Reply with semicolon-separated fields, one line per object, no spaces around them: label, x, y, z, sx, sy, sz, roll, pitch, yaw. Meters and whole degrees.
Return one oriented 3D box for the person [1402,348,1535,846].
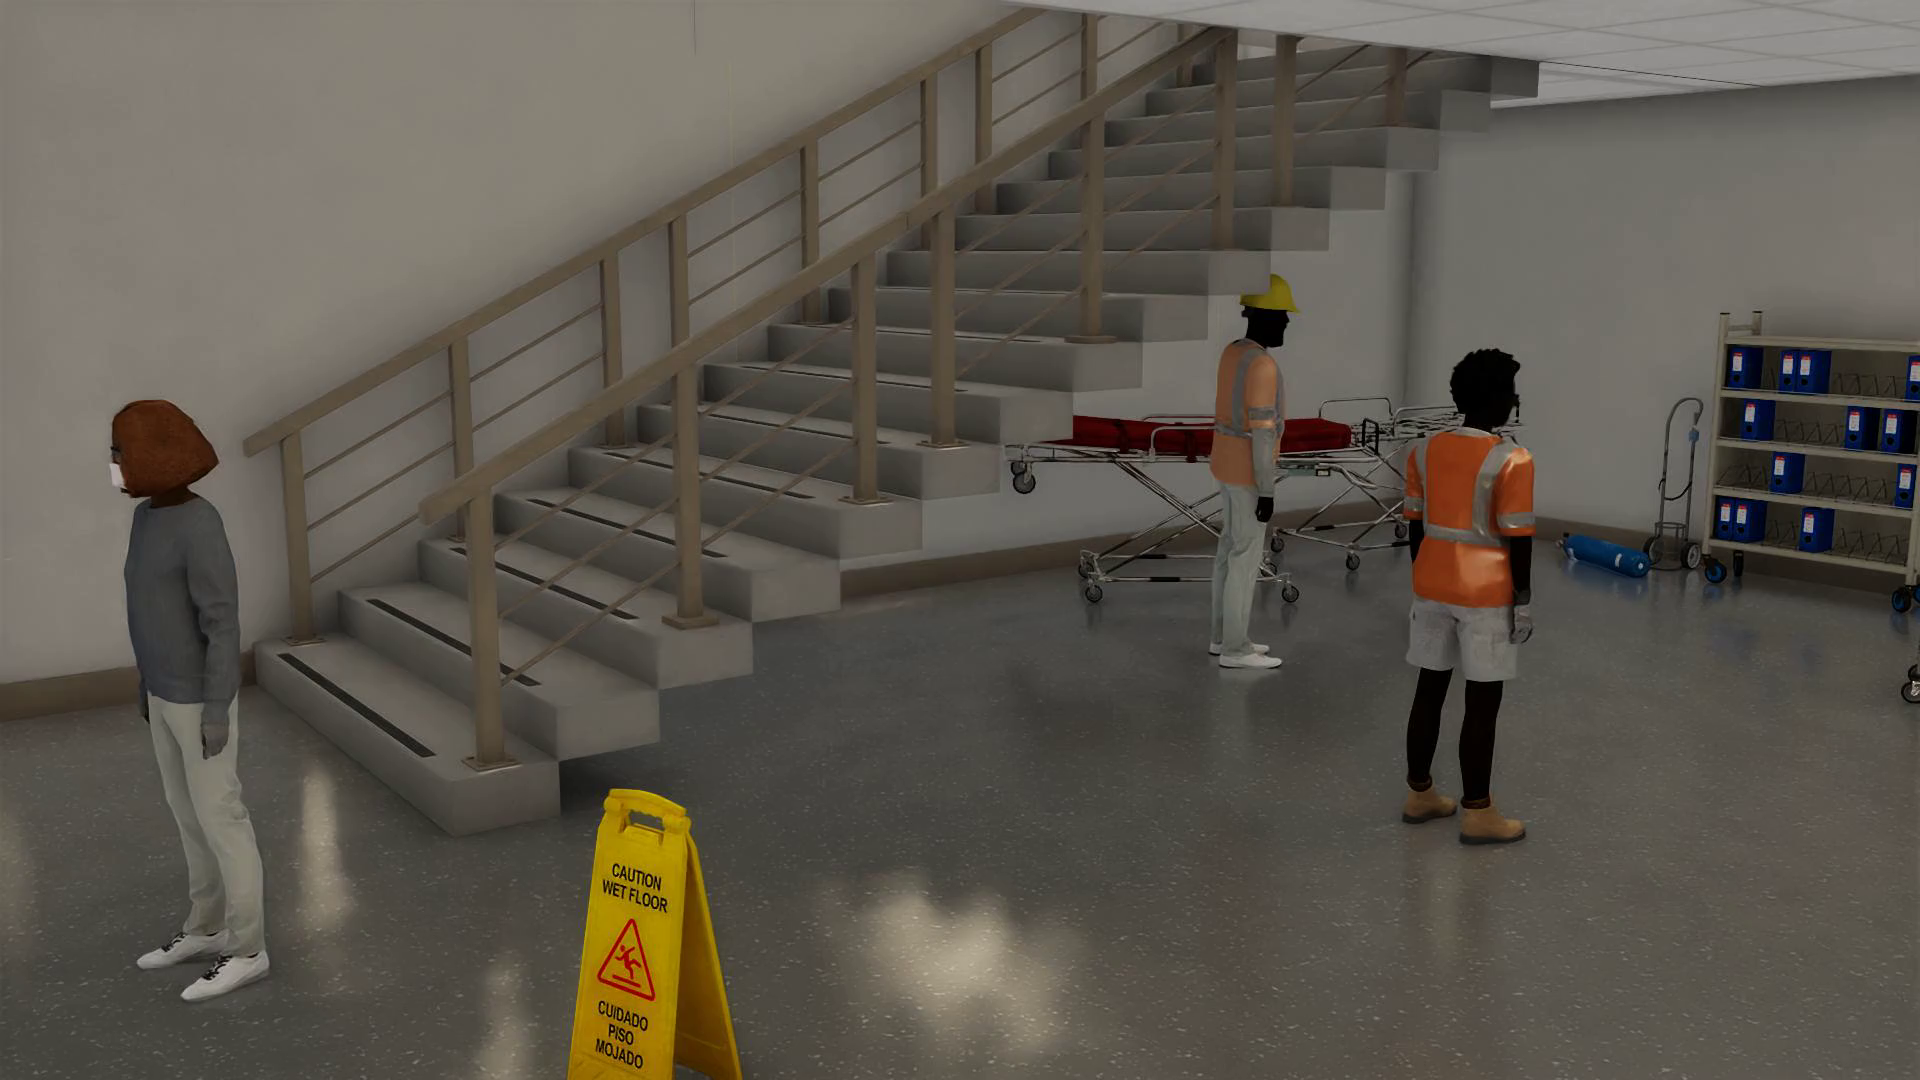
person;1.755;0.190;5.734;0.317;1.697;0.540;-6;11;-30

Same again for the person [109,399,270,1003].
person;-2.112;0.432;4.528;0.507;1.631;0.270;10;14;44

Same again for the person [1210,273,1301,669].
person;1.431;-0.328;8.105;0.403;1.919;0.581;-1;10;-8
